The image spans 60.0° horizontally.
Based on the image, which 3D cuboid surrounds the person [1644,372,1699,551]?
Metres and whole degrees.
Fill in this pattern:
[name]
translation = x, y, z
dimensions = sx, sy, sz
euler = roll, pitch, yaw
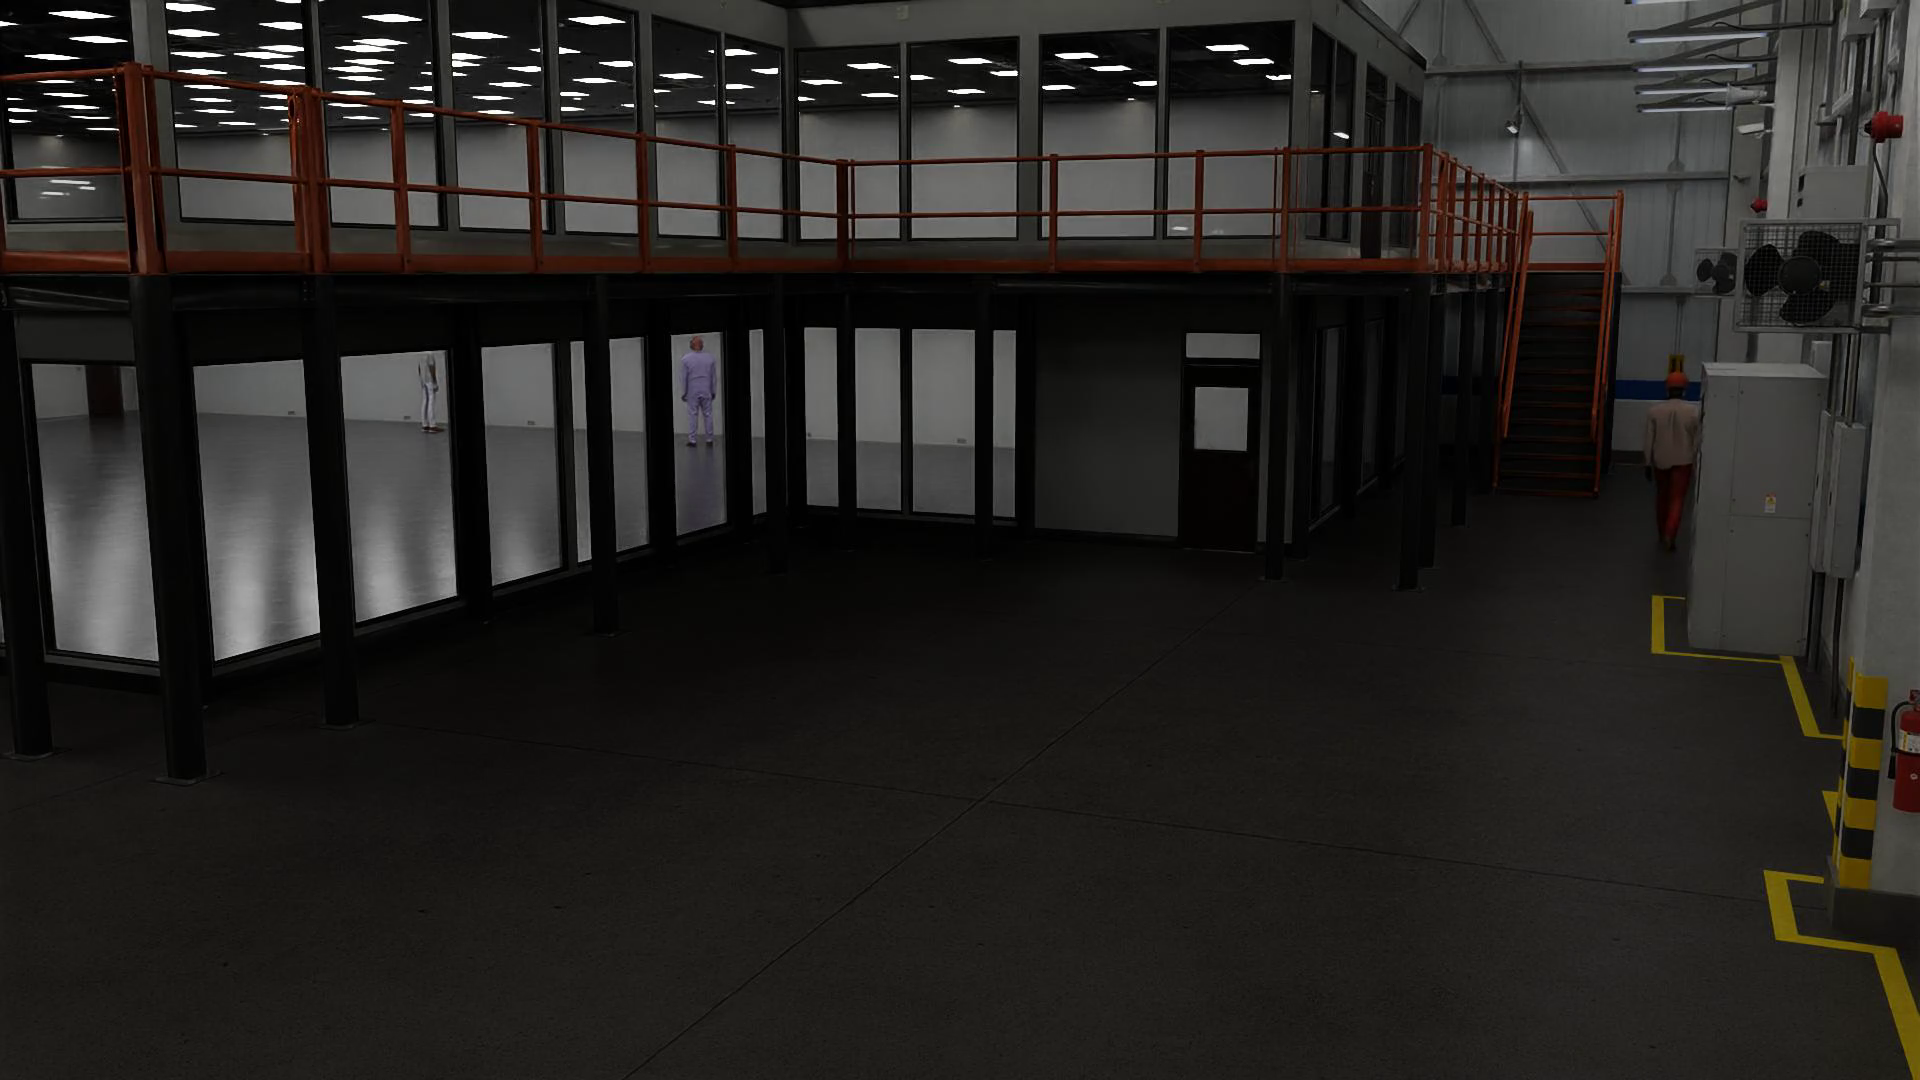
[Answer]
[person]
translation = 7.843, -0.869, 18.309
dimensions = 0.603, 1.963, 0.988
euler = 6, 11, 32
